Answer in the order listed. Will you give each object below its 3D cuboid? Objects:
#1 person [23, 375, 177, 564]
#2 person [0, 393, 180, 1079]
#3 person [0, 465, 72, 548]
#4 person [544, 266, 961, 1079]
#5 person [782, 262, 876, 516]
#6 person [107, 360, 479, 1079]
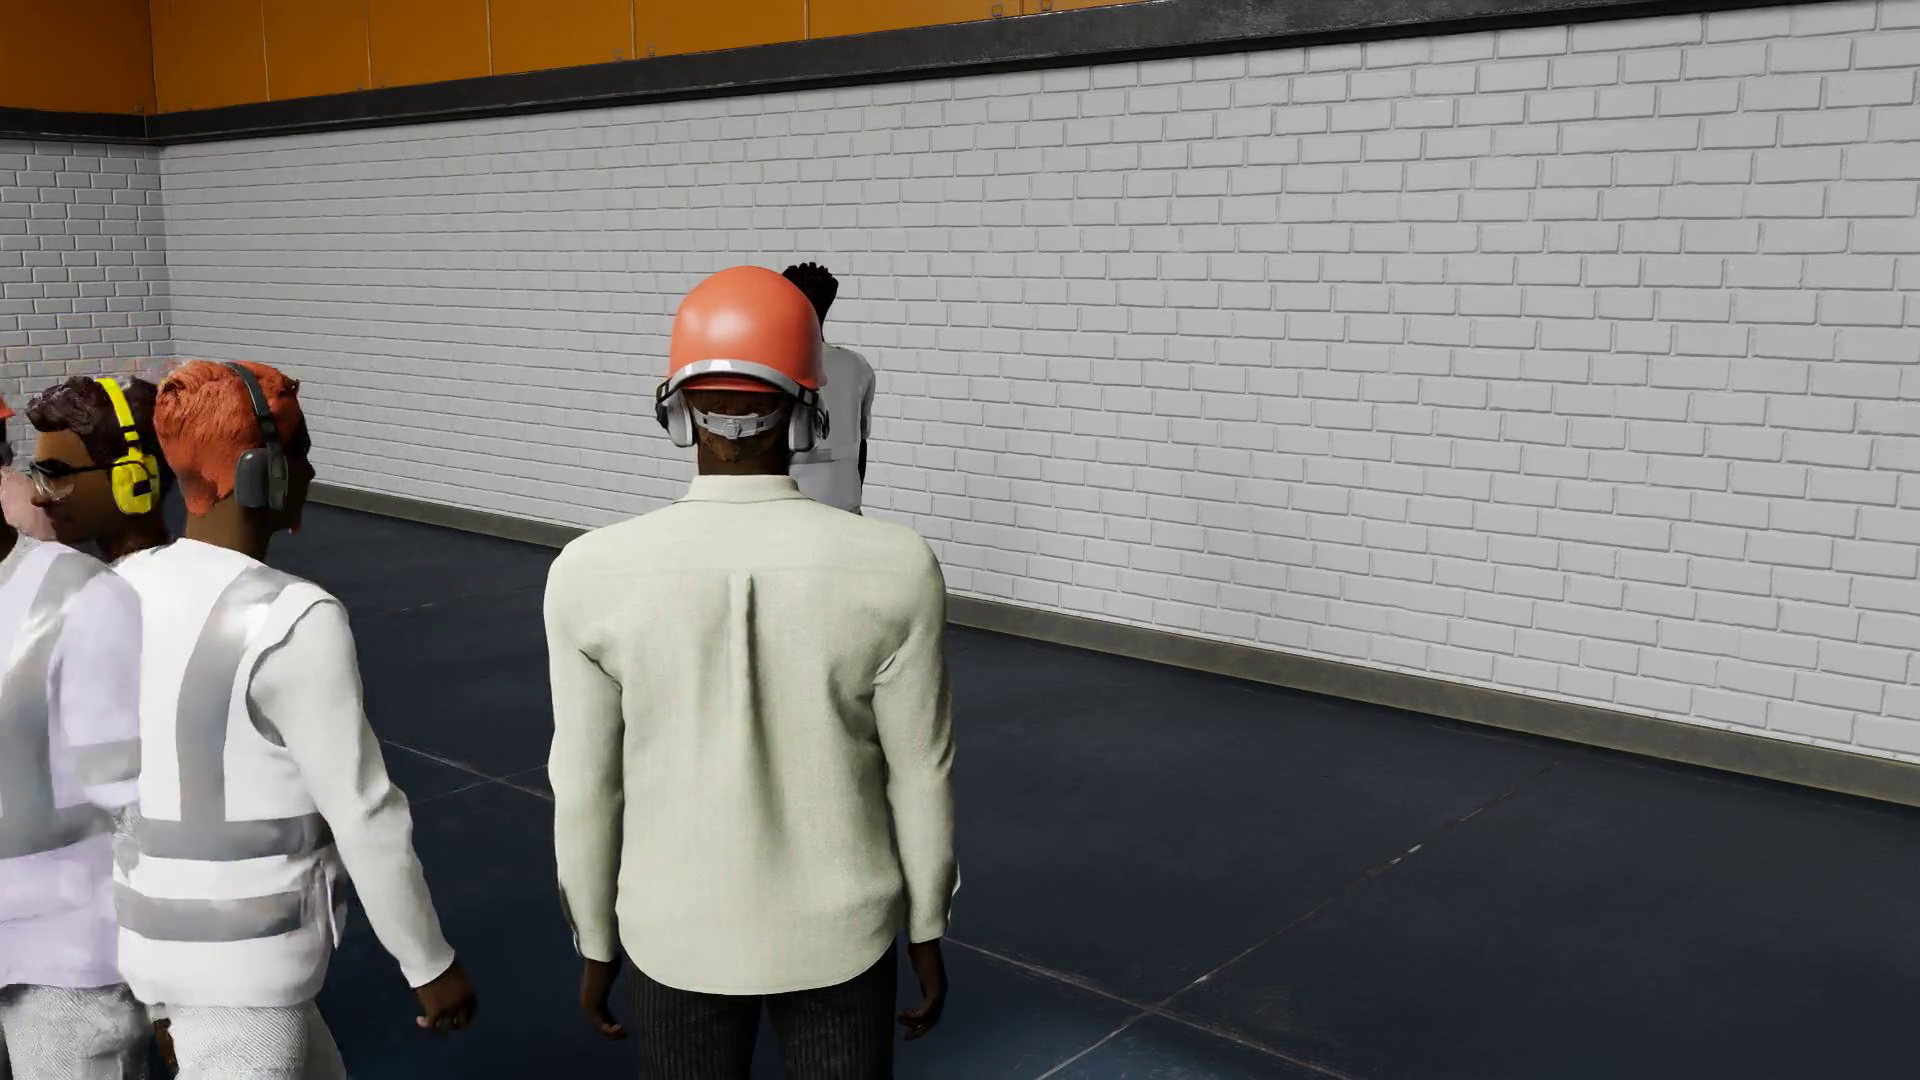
[{"bbox_3d":[-1.373,0.622,2.886,0.966,1.824,0.508,-8,13,-40],"label":"person"},{"bbox_3d":[-1.410,0.617,2.629,0.605,1.914,0.607,3,10,17],"label":"person"},{"bbox_3d":[-2.052,0.516,3.225,0.652,1.906,0.403,-3,10,-17],"label":"person"},{"bbox_3d":[-0.304,0.590,2.550,0.608,1.995,0.377,-1,10,-4],"label":"person"},{"bbox_3d":[-0.605,-0.139,6.780,0.367,1.966,0.607,8,13,37],"label":"person"},{"bbox_3d":[-1.059,0.638,2.706,0.583,1.845,0.902,8,13,39],"label":"person"}]
